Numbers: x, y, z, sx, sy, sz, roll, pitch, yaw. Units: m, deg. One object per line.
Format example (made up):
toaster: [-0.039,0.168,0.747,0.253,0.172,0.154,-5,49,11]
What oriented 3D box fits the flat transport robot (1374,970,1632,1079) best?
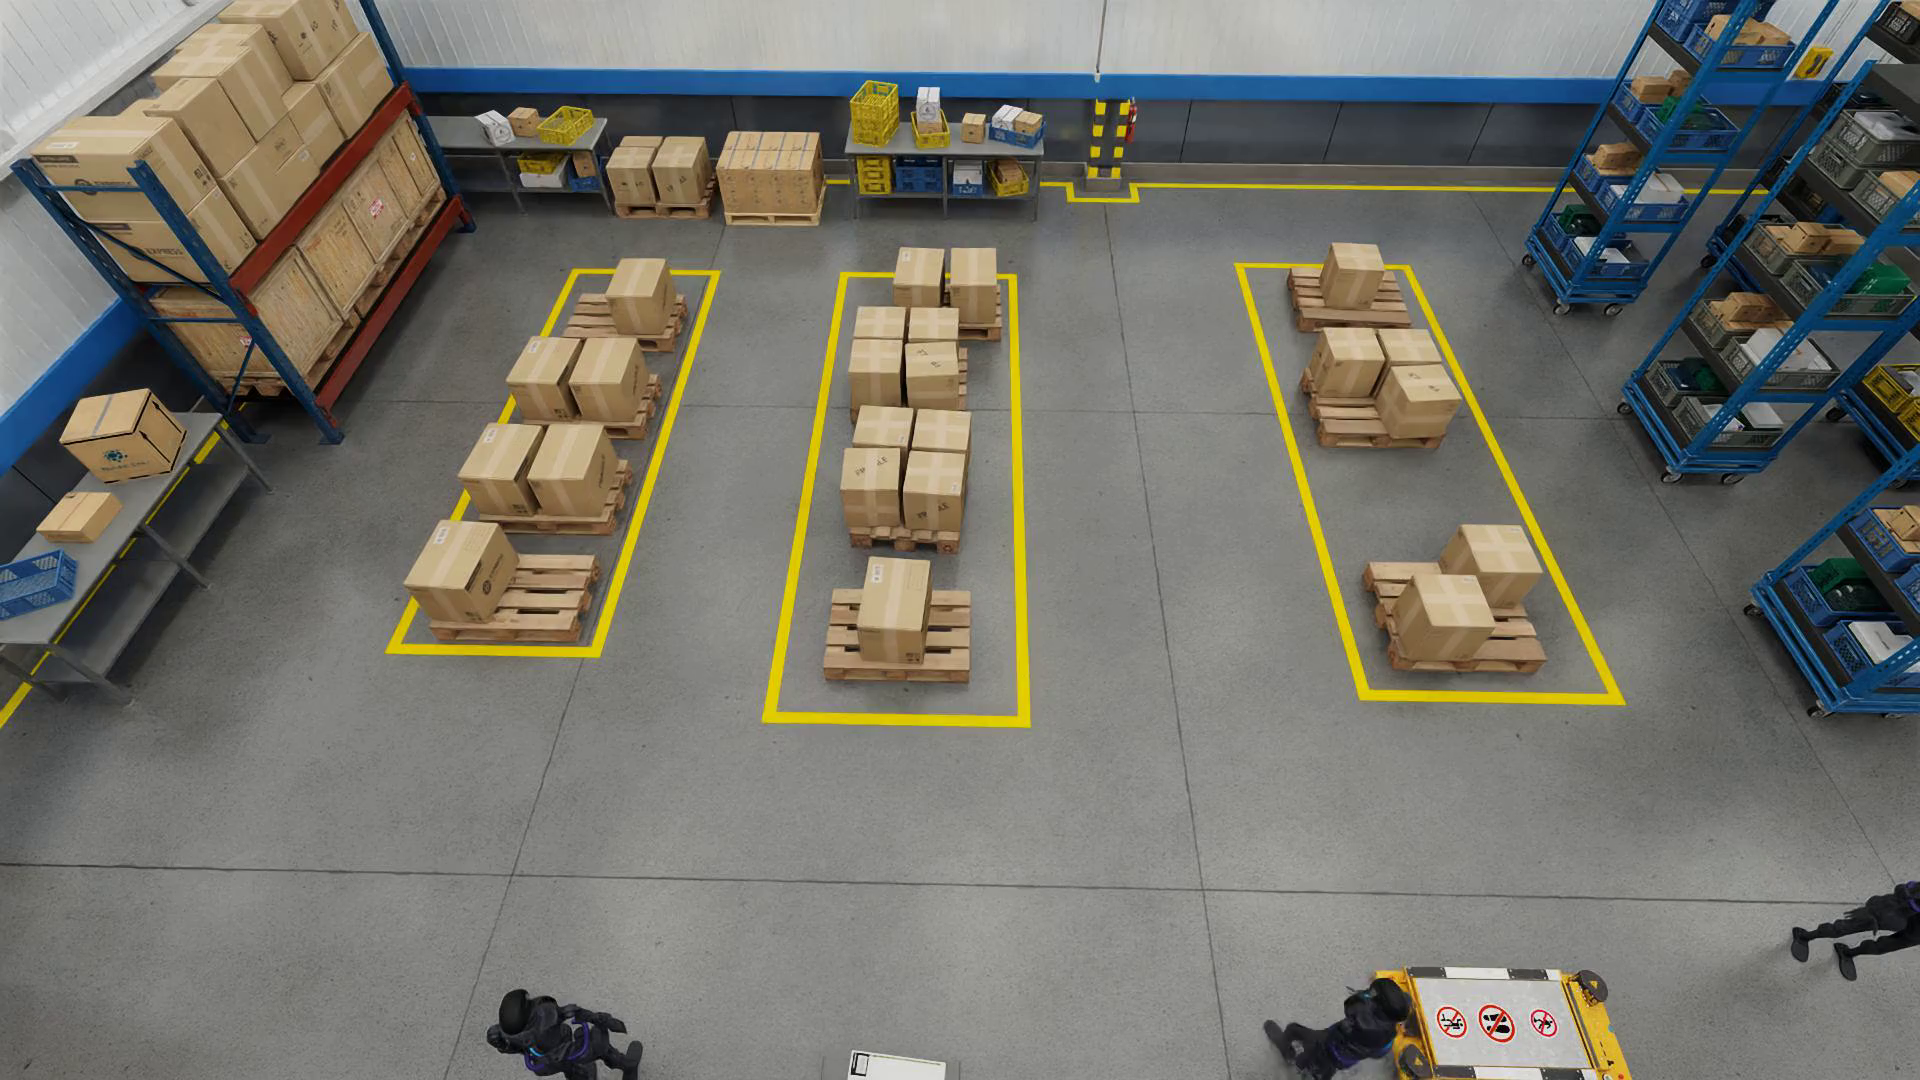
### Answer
flat transport robot: [3.501,3.133,5.914,1.431,0.197,0.652,1,51,1]

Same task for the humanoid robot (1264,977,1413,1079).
humanoid robot: [2.203,2.801,5.295,0.591,1.640,0.593,-12,52,-9]

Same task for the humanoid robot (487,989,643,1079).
humanoid robot: [-2.249,2.858,5.238,0.584,1.658,0.327,-13,52,-10]

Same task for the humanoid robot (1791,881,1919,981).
humanoid robot: [5.931,2.349,5.660,0.579,1.652,0.316,18,53,14]
